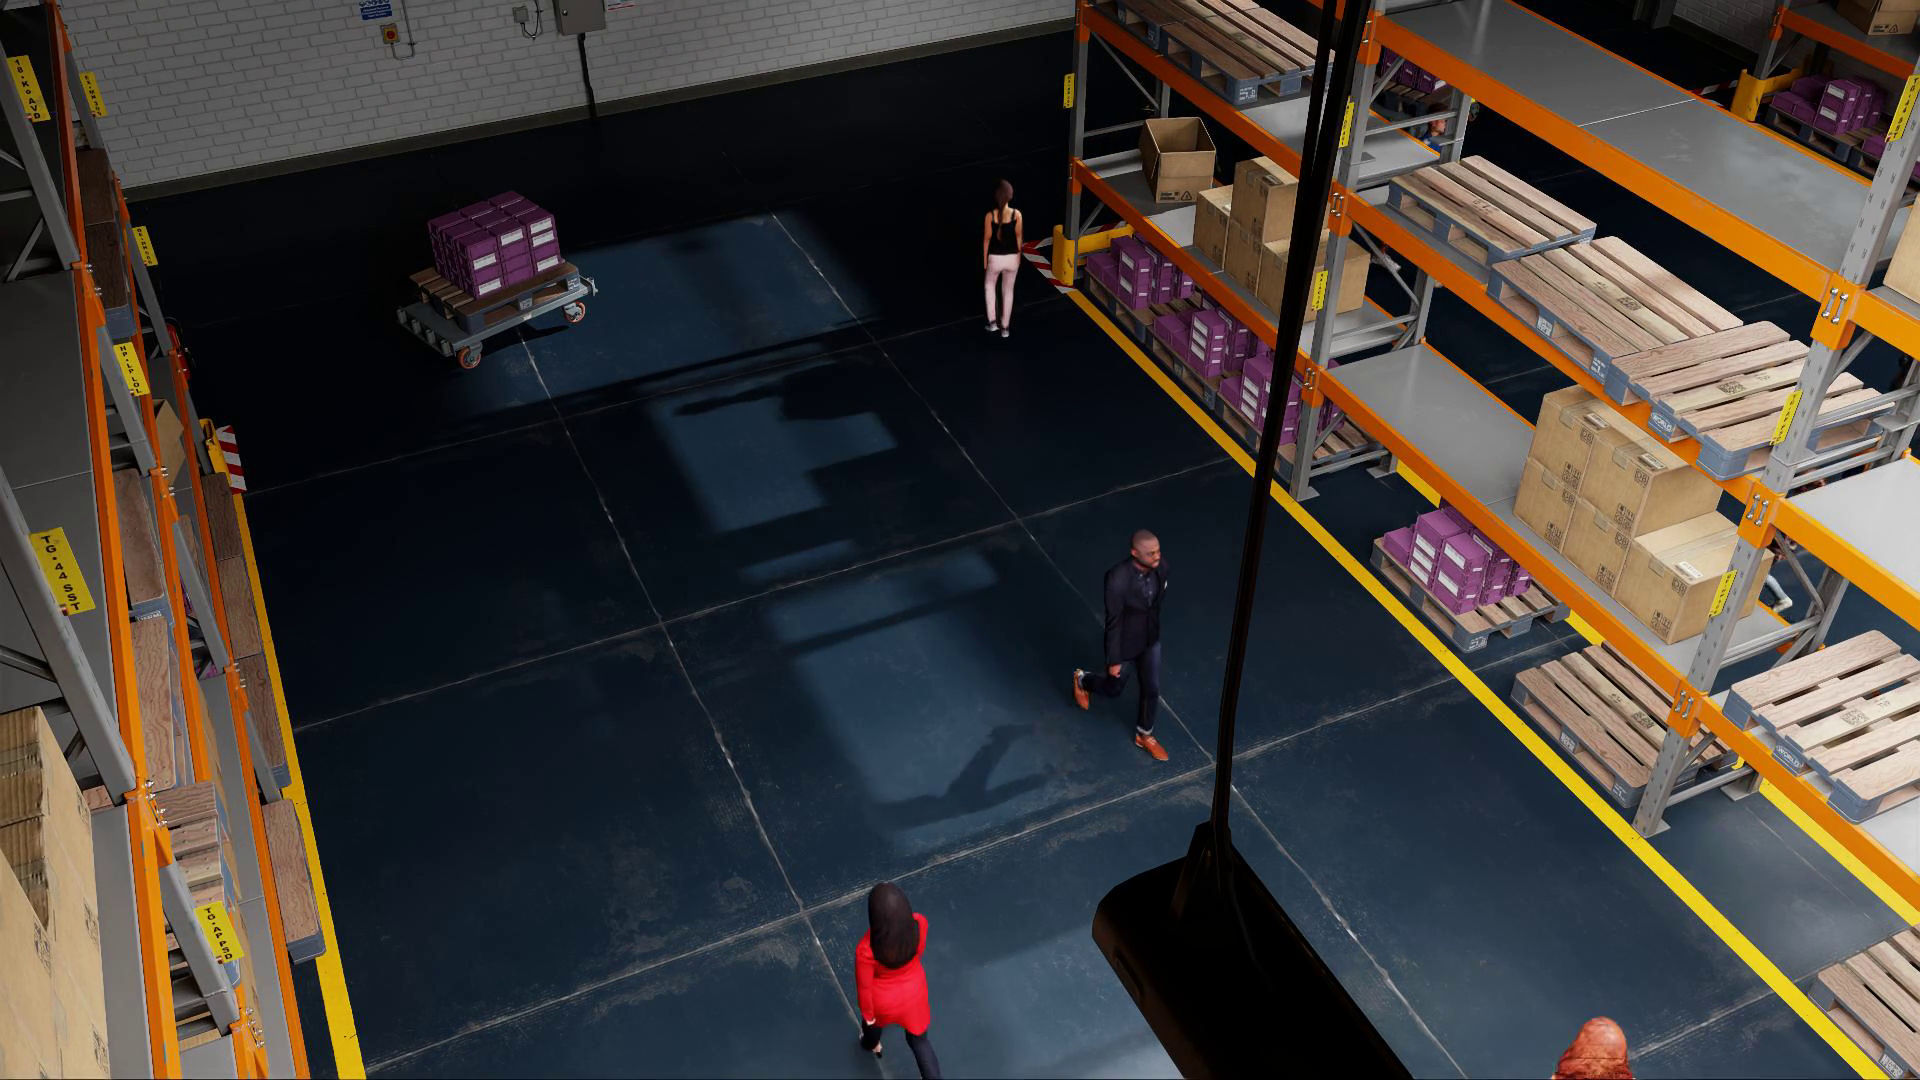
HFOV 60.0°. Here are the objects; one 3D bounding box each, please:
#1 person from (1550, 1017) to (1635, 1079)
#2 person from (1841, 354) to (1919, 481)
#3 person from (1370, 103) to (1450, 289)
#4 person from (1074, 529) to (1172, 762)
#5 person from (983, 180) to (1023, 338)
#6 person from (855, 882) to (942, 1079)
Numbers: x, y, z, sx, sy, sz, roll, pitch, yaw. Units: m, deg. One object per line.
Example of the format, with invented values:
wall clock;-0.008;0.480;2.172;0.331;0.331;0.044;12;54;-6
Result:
person;2.983;3.028;8.046;0.706;1.803;0.835;-9;39;-11
person;7.395;-0.764;12.917;0.944;1.650;0.851;-20;43;-23
person;4.364;-3.346;16.014;1.286;1.820;1.113;19;43;23
person;1.084;0.643;11.041;0.784;1.793;1.119;-23;44;-26
person;0.402;-2.526;15.203;0.612;1.551;0.667;-3;39;-3
person;-0.288;2.471;8.820;0.642;1.708;1.074;-19;42;-22
